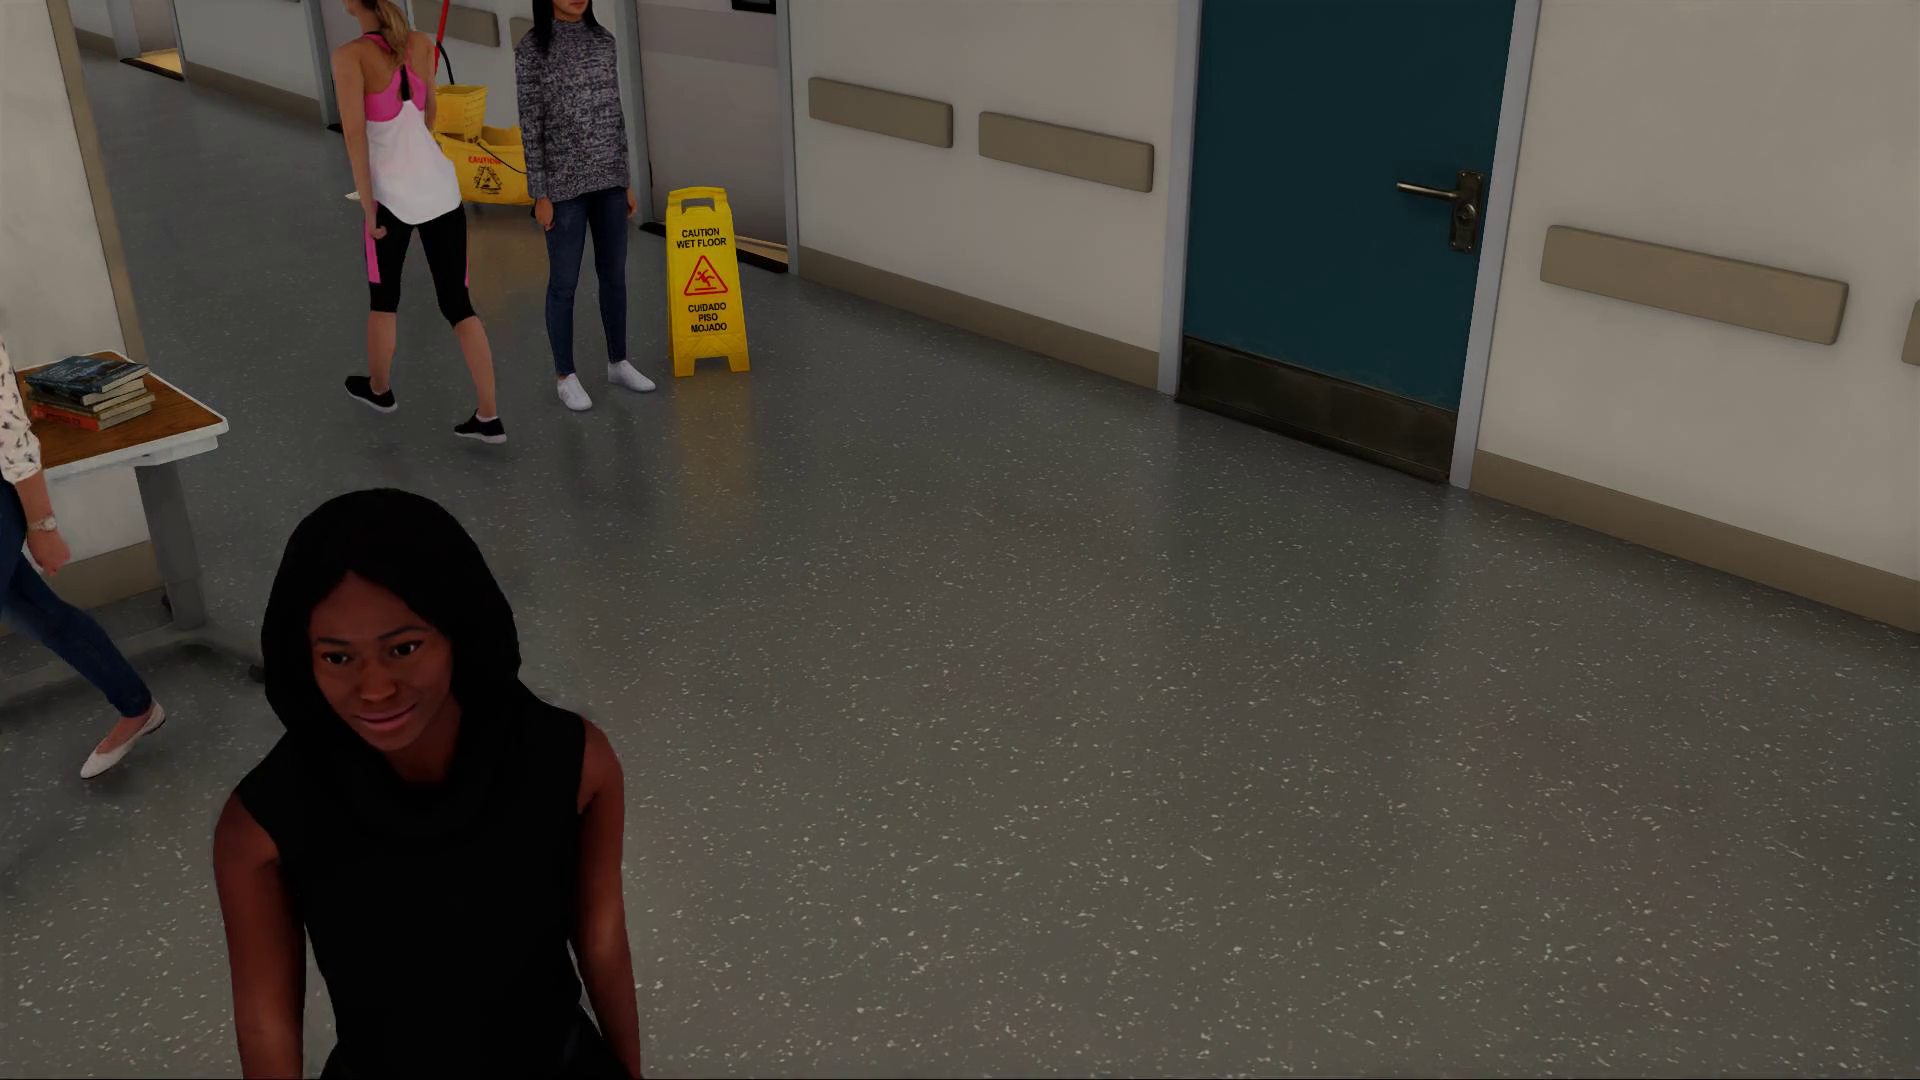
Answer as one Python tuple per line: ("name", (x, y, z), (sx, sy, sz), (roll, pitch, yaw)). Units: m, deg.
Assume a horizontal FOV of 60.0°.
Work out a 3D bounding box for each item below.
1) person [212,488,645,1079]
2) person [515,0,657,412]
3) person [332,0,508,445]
("person", (-0.620, 0.724, 2.107), (0.992, 1.693, 1.289), (-9, 27, -18))
("person", (-1.467, -1.391, 6.446), (0.603, 1.733, 0.507), (-23, 34, -39))
("person", (-1.896, -1.160, 5.965), (1.146, 1.735, 0.659), (19, 32, 35))
